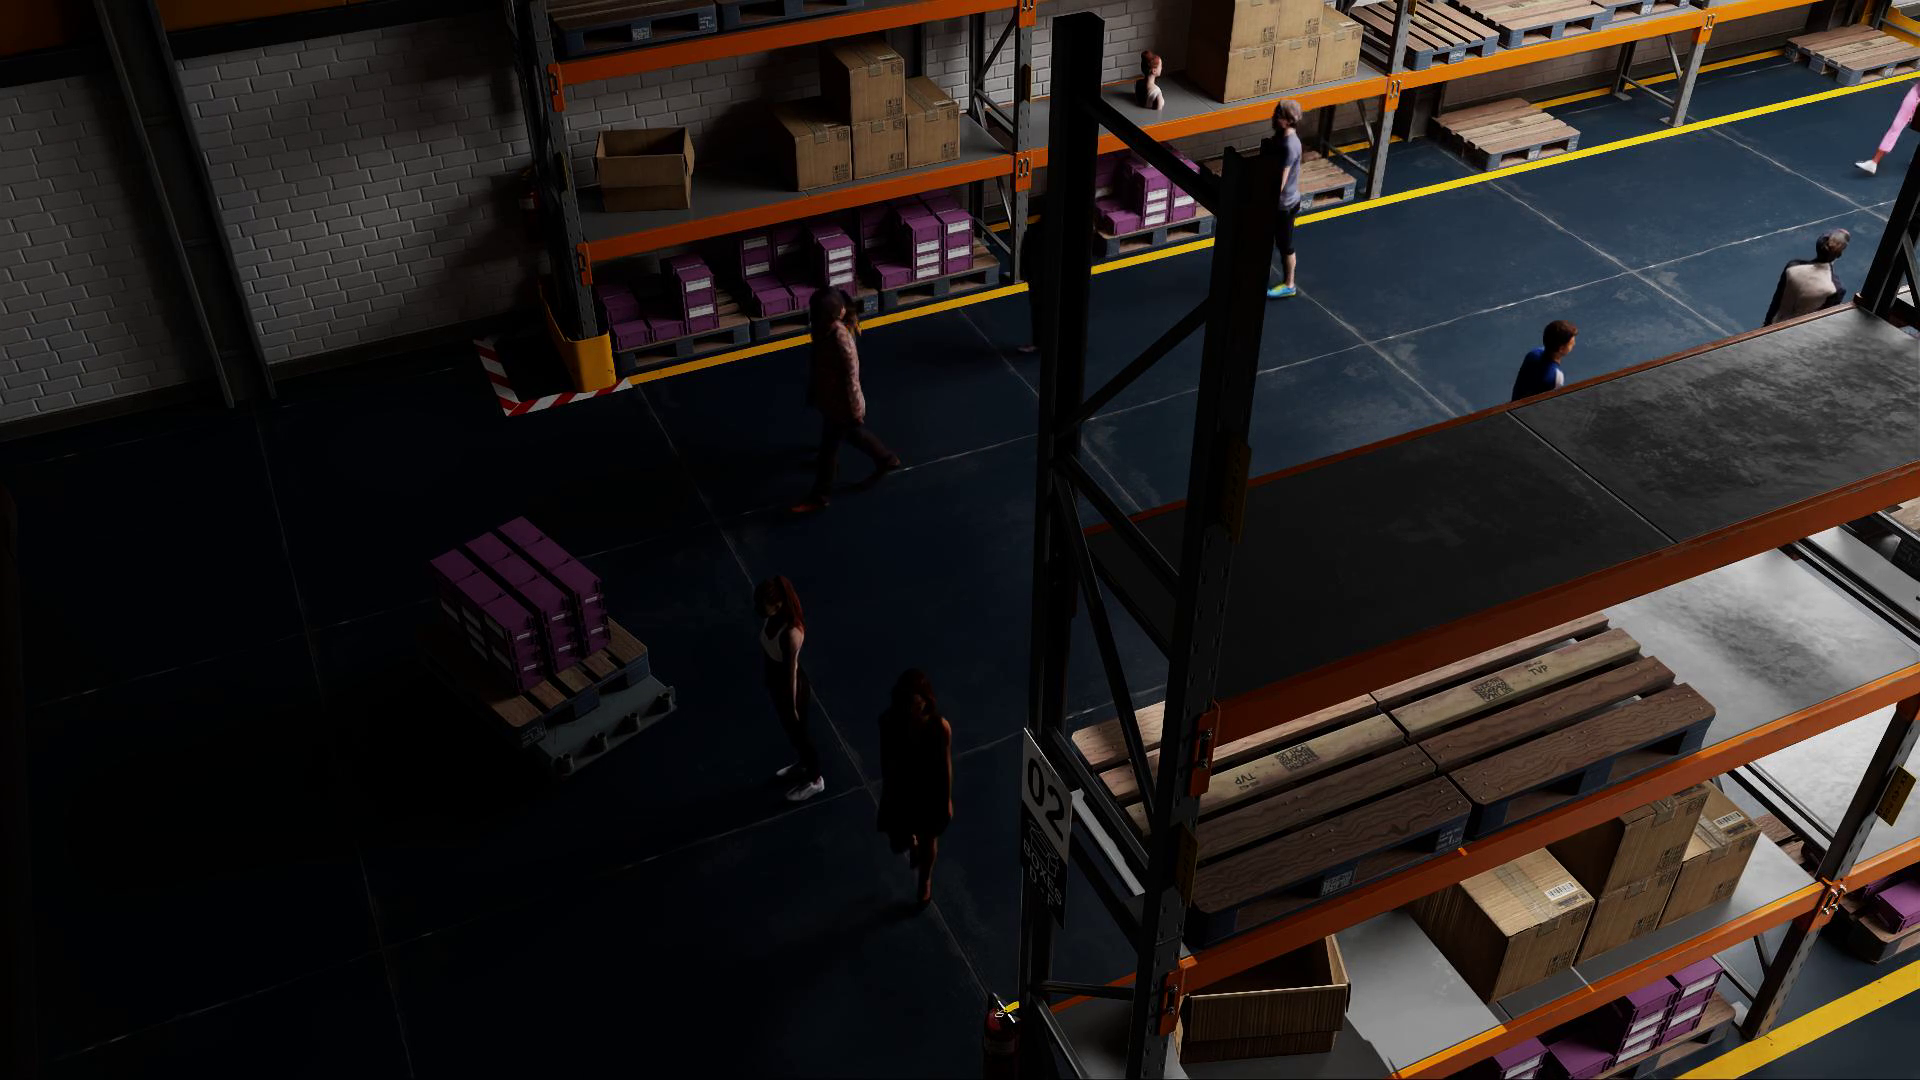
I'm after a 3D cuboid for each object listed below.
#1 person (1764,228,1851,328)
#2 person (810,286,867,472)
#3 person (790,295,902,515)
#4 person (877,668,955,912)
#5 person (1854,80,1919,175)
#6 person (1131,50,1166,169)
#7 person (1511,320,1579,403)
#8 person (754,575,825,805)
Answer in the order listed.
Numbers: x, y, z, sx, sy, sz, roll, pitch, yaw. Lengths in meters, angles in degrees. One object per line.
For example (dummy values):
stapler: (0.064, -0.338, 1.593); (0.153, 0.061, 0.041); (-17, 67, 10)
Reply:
person: (6.383, -1.521, 12.851); (1.177, 1.872, 0.871); (-26, 45, -29)
person: (-0.972, -1.332, 12.790); (0.911, 1.654, 0.896); (0, 39, 0)
person: (-0.796, -1.047, 12.332); (1.178, 1.780, 0.703); (-14, 41, -17)
person: (-0.218, 1.360, 9.282); (0.767, 1.825, 0.814); (4, 39, 5)
person: (9.770, -4.429, 16.636); (1.169, 1.694, 0.714); (-10, 40, -13)
person: (1.731, -3.766, 15.726); (0.506, 1.793, 0.557); (-18, 42, -22)
person: (3.998, -0.773, 11.931); (0.807, 1.852, 0.778); (-4, 39, -5)
person: (-1.017, 0.878, 9.951); (0.546, 1.743, 0.581); (-14, 41, -17)
